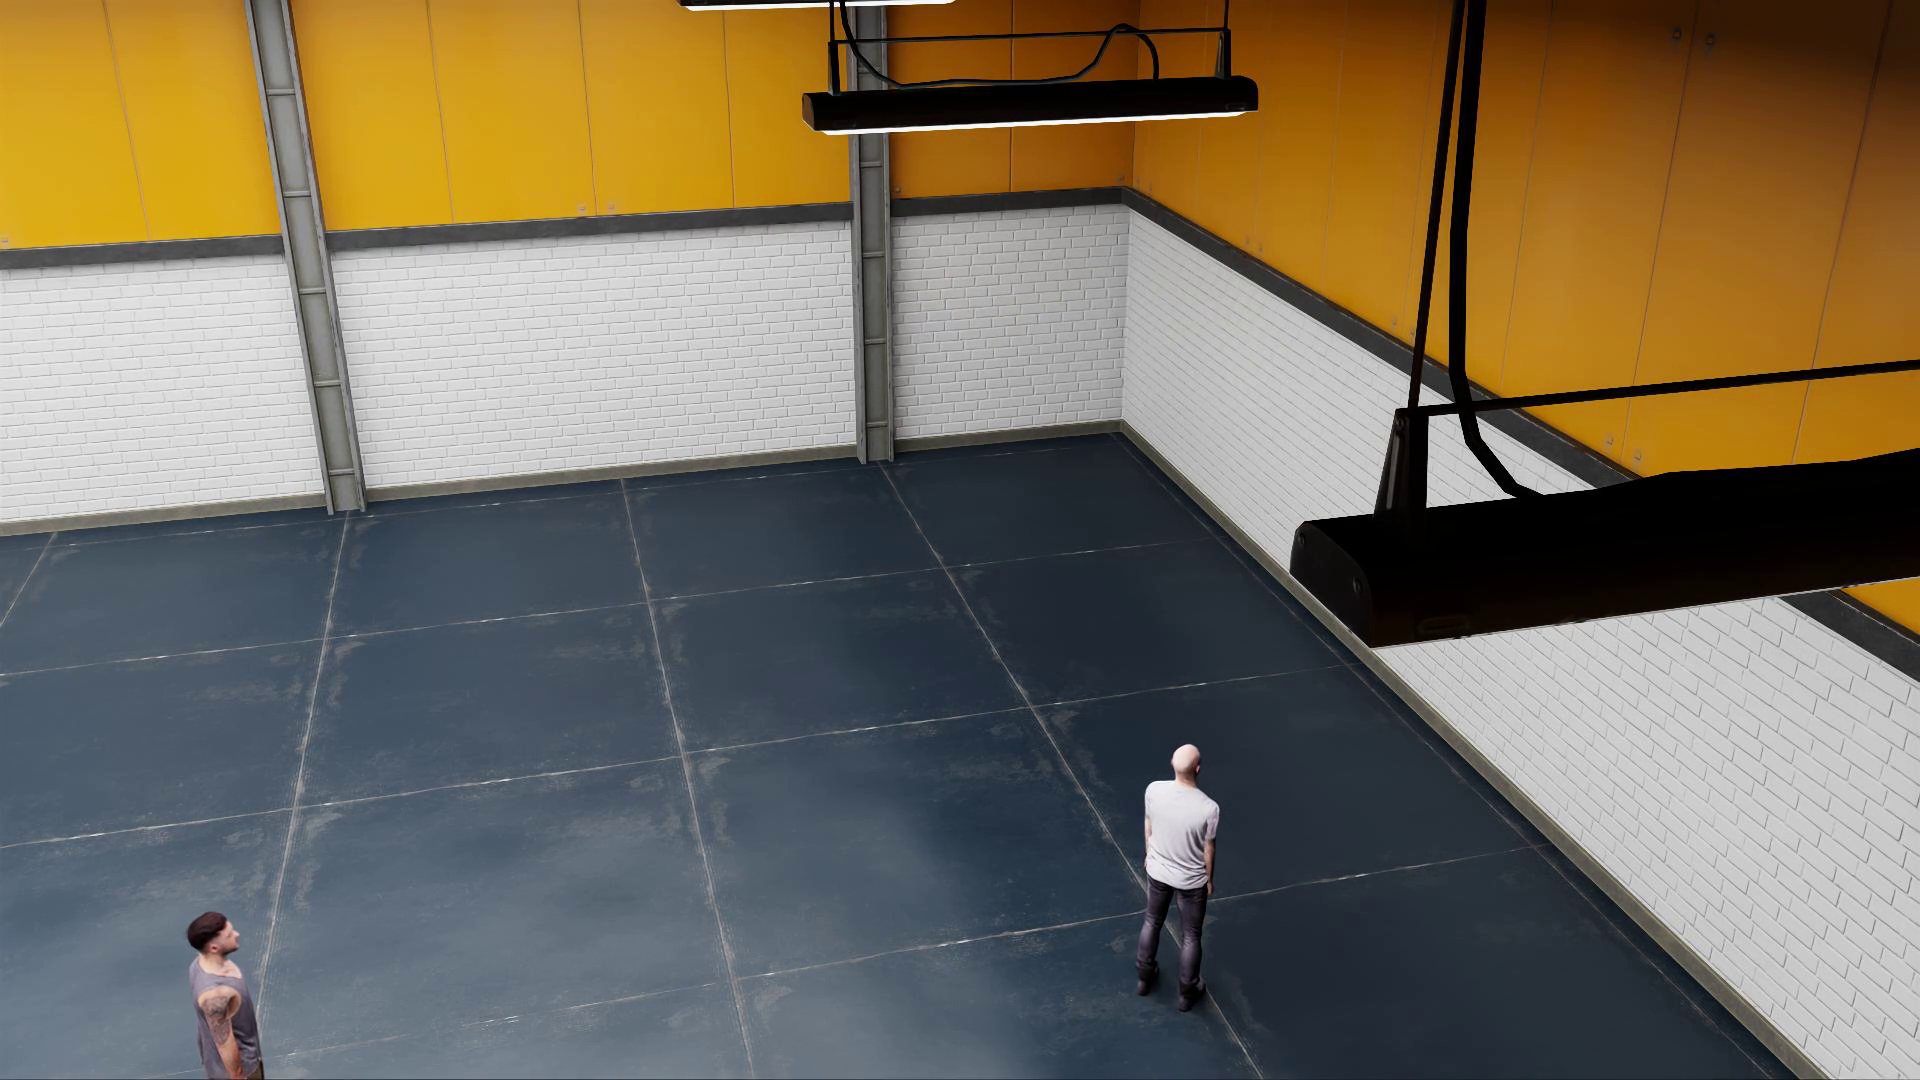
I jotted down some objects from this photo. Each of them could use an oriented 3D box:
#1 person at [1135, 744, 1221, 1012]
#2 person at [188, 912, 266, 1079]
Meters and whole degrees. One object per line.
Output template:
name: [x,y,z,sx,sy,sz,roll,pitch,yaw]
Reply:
person: [1.368,2.120,10.538,0.740,1.829,0.789,15,28,30]
person: [-4.000,2.818,9.125,0.657,1.842,0.690,-13,27,-28]
